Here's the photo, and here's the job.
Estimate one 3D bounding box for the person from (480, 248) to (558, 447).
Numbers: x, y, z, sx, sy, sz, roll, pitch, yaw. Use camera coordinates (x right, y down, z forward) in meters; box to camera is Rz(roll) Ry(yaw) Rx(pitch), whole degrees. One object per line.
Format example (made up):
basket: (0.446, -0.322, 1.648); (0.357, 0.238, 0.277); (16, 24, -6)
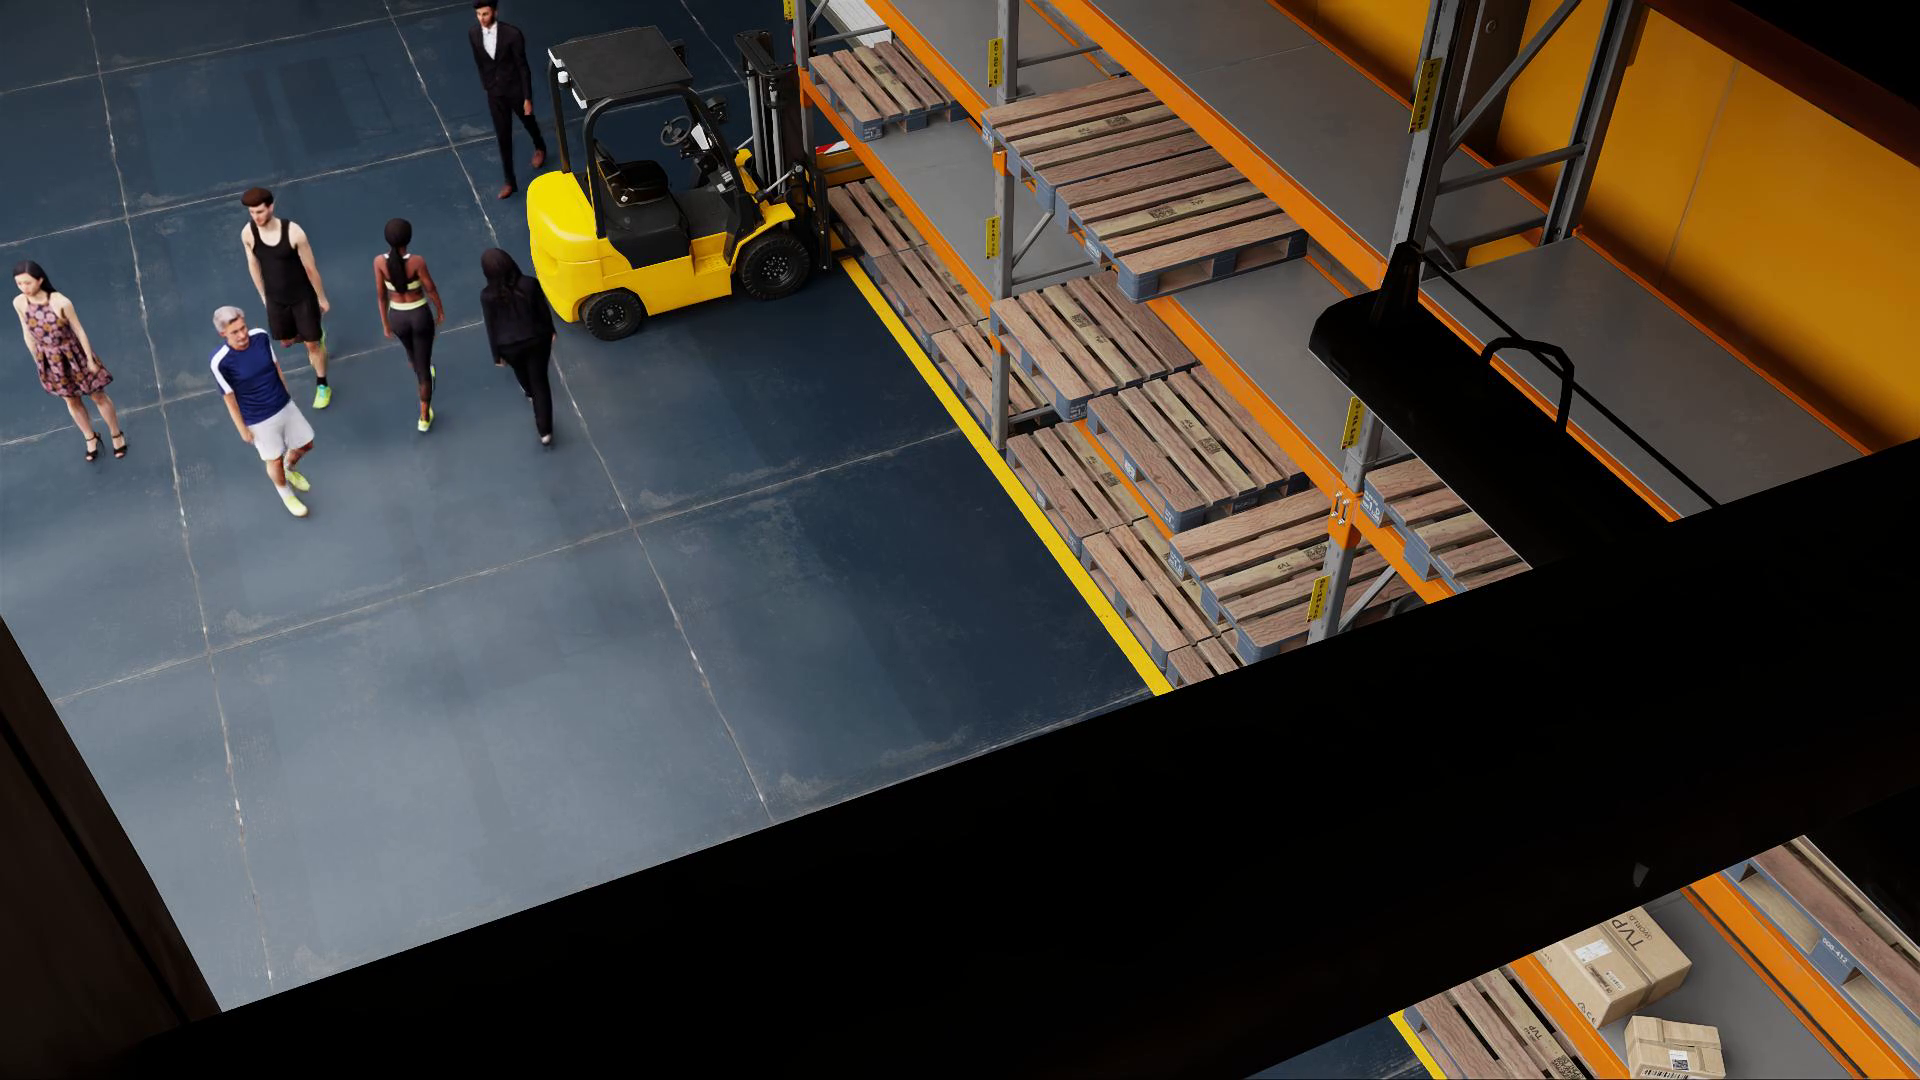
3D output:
person: (-3.276, -1.425, 12.552); (0.671, 1.559, 1.050); (-17, 46, -17)

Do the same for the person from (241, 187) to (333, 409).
person: (-5.148, -1.939, 12.861); (0.888, 1.877, 1.035); (-2, 44, -2)

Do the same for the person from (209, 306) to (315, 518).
person: (-5.010, -0.956, 11.867); (0.830, 1.824, 0.789); (25, 49, 24)

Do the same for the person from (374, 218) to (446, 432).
person: (-4.158, -1.576, 12.593); (0.821, 1.722, 1.056); (-4, 44, -4)

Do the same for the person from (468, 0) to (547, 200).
person: (-4.073, -4.140, 15.197); (1.124, 1.843, 1.295); (7, 44, 7)

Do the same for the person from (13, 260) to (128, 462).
person: (-6.583, -1.308, 12.274); (0.756, 1.774, 0.779); (-4, 44, -4)
